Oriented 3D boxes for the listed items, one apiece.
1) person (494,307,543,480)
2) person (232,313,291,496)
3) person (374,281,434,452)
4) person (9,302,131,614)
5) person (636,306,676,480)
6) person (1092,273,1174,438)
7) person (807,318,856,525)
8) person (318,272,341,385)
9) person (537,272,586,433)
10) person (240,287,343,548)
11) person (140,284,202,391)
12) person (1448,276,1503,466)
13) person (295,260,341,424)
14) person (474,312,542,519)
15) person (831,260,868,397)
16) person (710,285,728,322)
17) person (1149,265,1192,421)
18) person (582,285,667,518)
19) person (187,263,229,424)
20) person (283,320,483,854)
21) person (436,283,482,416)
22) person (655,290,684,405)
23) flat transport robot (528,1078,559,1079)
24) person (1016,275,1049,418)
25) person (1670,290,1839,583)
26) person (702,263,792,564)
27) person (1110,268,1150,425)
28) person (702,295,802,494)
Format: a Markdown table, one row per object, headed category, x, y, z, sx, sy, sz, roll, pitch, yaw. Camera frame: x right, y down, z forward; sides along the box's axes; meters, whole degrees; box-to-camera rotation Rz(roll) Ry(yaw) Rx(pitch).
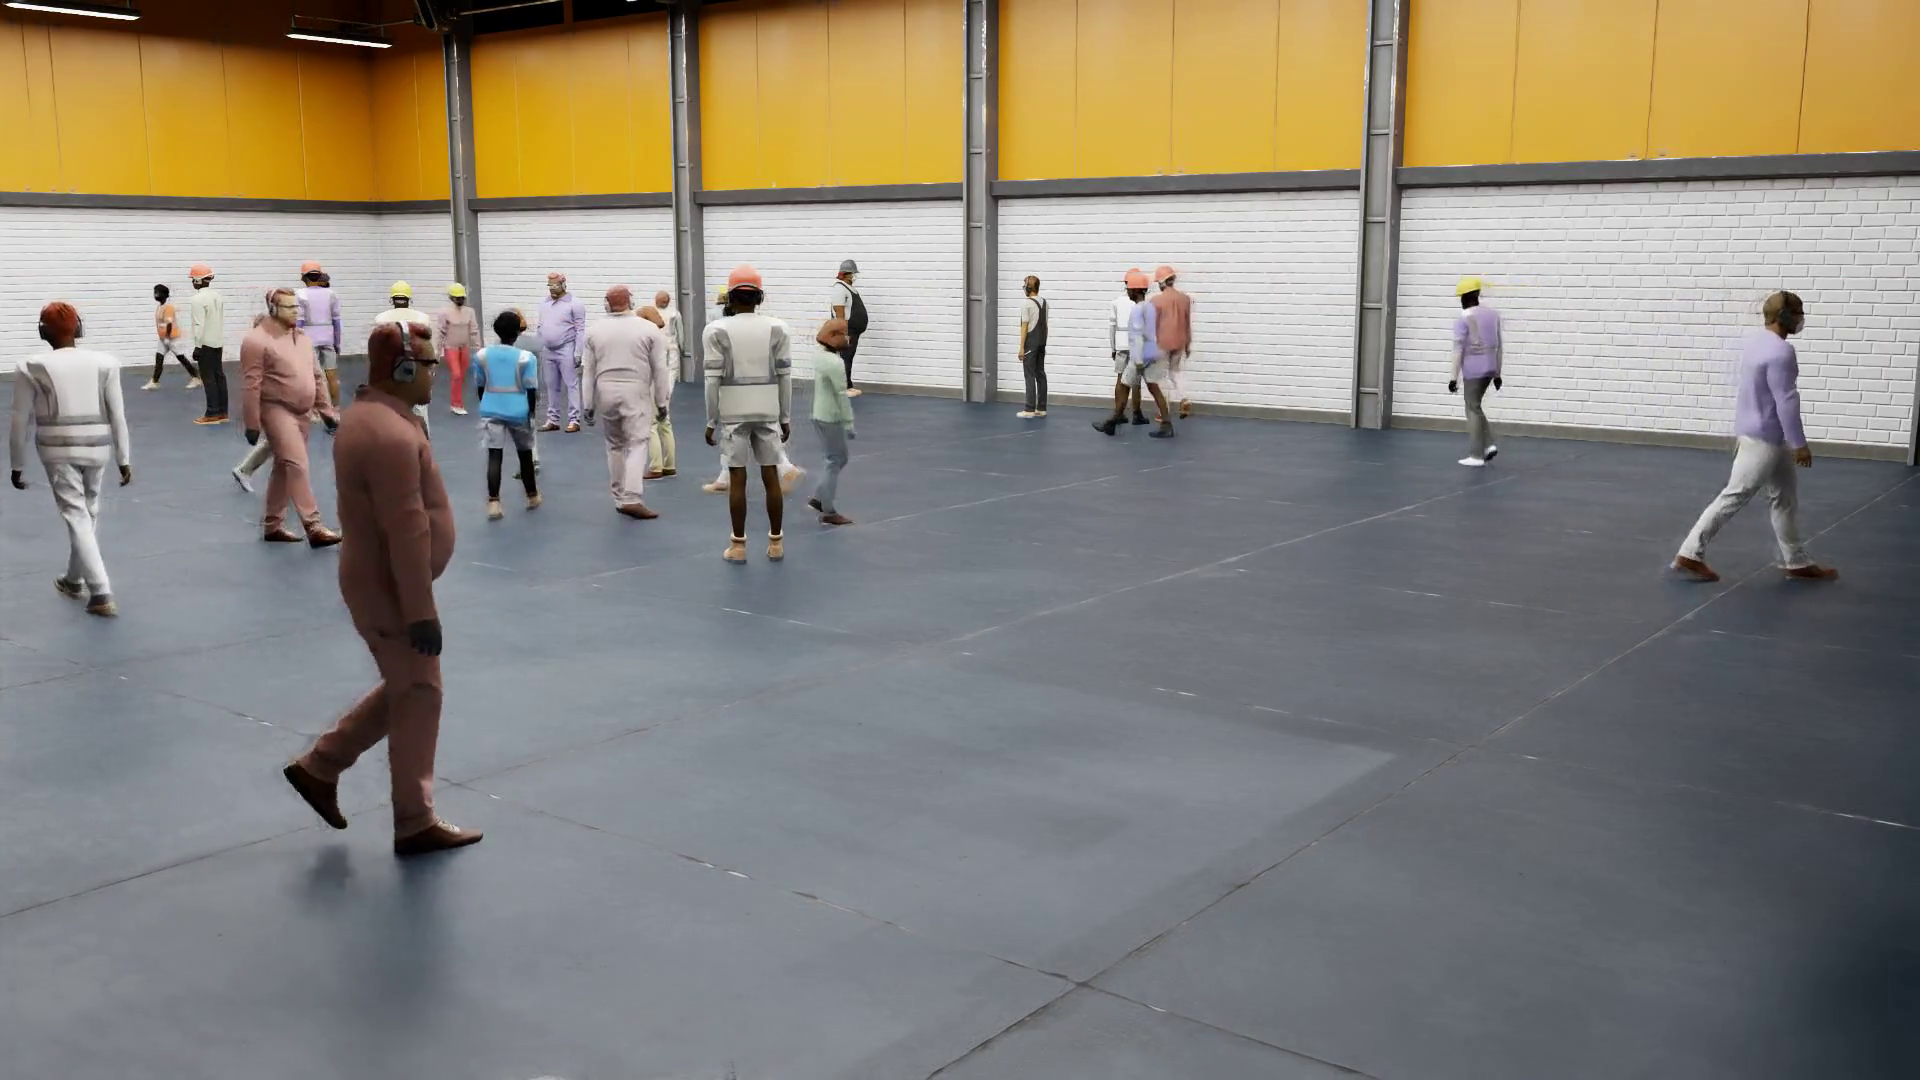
| category | x | y | z | sx | sy | sz | roll | pitch | yaw |
| --- | --- | --- | --- | --- | --- | --- | --- | --- | --- |
| person | -4.134 | -1.353 | 15.507 | 0.374 | 1.618 | 0.498 | 6 | 12 | 32 |
| person | -6.062 | -1.183 | 14.543 | 0.734 | 1.612 | 0.516 | 0 | 10 | 2 |
| person | -5.828 | -1.796 | 17.466 | 0.599 | 1.830 | 0.404 | -4 | 11 | -23 |
| person | -5.297 | -0.494 | 9.899 | 1.010 | 1.830 | 0.599 | 9 | 13 | 43 |
| person | -2.877 | -1.375 | 15.629 | 0.277 | 1.628 | 0.506 | 4 | 10 | 20 |
| person | 2.049 | -2.122 | 19.203 | 1.016 | 1.883 | 0.564 | 5 | 11 | 28 |
| person | -0.972 | -0.915 | 12.950 | 0.336 | 1.620 | 0.517 | -3 | 10 | -19 |
| person | -10.224 | -3.369 | 26.639 | 0.644 | 1.825 | 0.515 | 9 | 14 | 44 |
| person | -4.763 | -2.224 | 19.760 | 0.639 | 1.903 | 0.407 | 4 | 11 | 22 |
| person | -4.757 | -0.878 | 12.022 | 0.919 | 1.870 | 0.651 | 2 | 10 | 13 |
| person | -12.309 | -3.155 | 25.917 | 0.882 | 1.651 | 0.545 | -9 | 14 | -44 |
| person | 5.116 | -1.678 | 16.587 | 0.586 | 1.902 | 0.463 | -7 | 12 | -36 |
| person | -8.045 | -2.469 | 20.773 | 0.393 | 2.041 | 0.613 | 9 | 13 | 43 |
| person | -3.651 | -1.013 | 13.437 | 0.537 | 1.648 | 0.862 | 0 | 10 | -2 |
| person | -1.635 | -3.155 | 24.772 | 0.536 | 2.000 | 0.688 | 2 | 10 | 10 |
| person | -3.179 | -2.630 | 22.748 | 0.518 | 1.699 | 0.627 | 2 | 10 | 10 |
| person | 2.635 | -2.455 | 20.909 | 0.664 | 1.965 | 0.514 | -5 | 11 | -25 |
| person | -2.719 | -1.110 | 13.401 | 0.667 | 1.870 | 0.705 | 1 | 10 | 3 |
| person | -9.382 | -2.438 | 20.732 | 0.381 | 1.994 | 0.622 | 0 | 10 | 3 |
| person | -2.037 | 0.180 | 5.815 | 0.546 | 1.886 | 0.672 | -4 | 11 | -24 |
| person | -6.556 | -2.497 | 21.852 | 0.733 | 1.730 | 0.531 | 8 | 13 | 40 |
| person | -4.087 | -2.640 | 22.981 | 0.523 | 1.621 | 0.614 | 0 | 10 | 3 |
| flat transport robot | -0.601 | 1.435 | 3.198 | 0.652 | 0.197 | 1.431 | -2 | 10 | -12 |
| person | 0.953 | -2.495 | 21.523 | 0.332 | 1.841 | 0.505 | 8 | 13 | 39 |
| person | 5.109 | -0.646 | 10.638 | 1.028 | 1.895 | 0.645 | 3 | 10 | 16 |
| person | -1.450 | -0.854 | 11.365 | 0.608 | 2.045 | 0.391 | -3 | 10 | -18 |
| person | 2.134 | -2.403 | 20.695 | 0.550 | 1.935 | 0.375 | 7 | 12 | 34 |
| person | -1.825 | -1.286 | 14.578 | 0.860 | 1.816 | 0.644 | 0 | 10 | 1 |
